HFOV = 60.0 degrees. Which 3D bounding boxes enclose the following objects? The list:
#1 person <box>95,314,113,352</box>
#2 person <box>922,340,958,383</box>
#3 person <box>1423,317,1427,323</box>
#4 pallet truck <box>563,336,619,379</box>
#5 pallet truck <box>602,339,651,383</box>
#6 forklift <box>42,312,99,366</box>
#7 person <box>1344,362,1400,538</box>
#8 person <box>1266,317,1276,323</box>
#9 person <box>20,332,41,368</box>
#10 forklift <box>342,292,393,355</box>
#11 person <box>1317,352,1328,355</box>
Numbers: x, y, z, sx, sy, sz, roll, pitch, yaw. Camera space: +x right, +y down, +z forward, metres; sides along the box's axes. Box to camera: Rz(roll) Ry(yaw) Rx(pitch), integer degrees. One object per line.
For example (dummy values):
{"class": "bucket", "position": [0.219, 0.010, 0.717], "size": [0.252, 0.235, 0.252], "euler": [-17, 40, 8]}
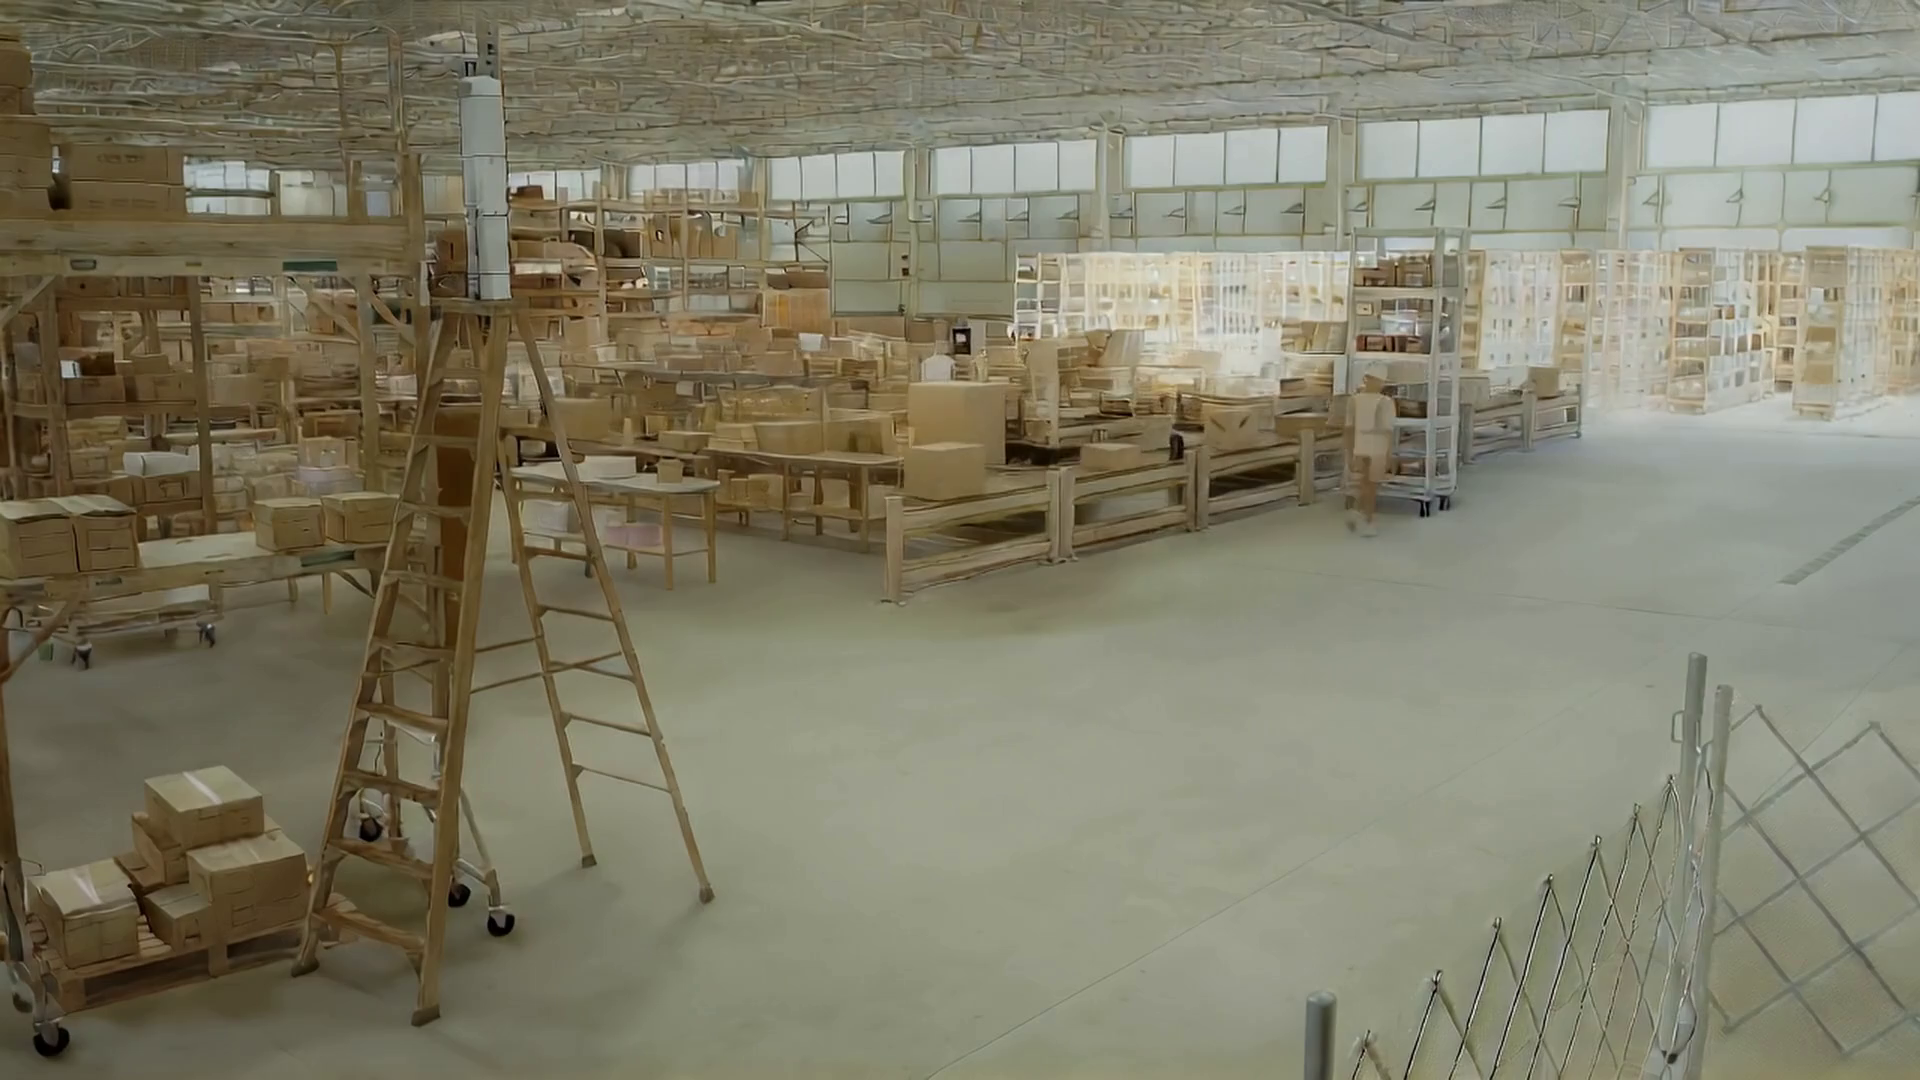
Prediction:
{"class": "person", "position": [-28.370, -6.640, 55.155], "size": [0.535, 1.697, 0.318], "euler": [-8, 12, -41]}
{"class": "person", "position": [-0.336, -2.504, 28.740], "size": [0.639, 1.897, 0.397], "euler": [3, 10, 19]}
{"class": "person", "position": [13.148, -5.387, 46.951], "size": [0.593, 1.819, 0.403], "euler": [1, 9, 7]}
{"class": "pallet truck", "position": [-10.690, -5.294, 48.215], "size": [1.601, 1.201, 0.680], "euler": [-5, 10, -26]}
{"class": "pallet truck", "position": [-8.991, -4.871, 45.351], "size": [0.653, 1.274, 1.630], "euler": [7, 11, 37]}
{"class": "forklift", "position": [-23.779, -5.451, 44.052], "size": [1.873, 2.768, 1.129], "euler": [7, 11, 36]}
{"class": "person", "position": [4.726, -1.020, 19.048], "size": [0.427, 2.026, 0.620], "euler": [-8, 12, -41]}
{"class": "person", "position": [9.215, -5.788, 48.906], "size": [0.609, 1.997, 0.375], "euler": [-4, 10, -26]}
{"class": "person", "position": [-22.313, -4.173, 39.952], "size": [0.507, 1.632, 0.267], "euler": [2, 9, 10]}
{"class": "forklift", "position": [-16.485, -5.622, 45.120], "size": [1.129, 2.768, 1.873], "euler": [7, 11, 37]}
{"class": "person", "position": [8.011, -3.722, 36.831], "size": [0.843, 1.736, 0.529], "euler": [7, 12, 39]}
